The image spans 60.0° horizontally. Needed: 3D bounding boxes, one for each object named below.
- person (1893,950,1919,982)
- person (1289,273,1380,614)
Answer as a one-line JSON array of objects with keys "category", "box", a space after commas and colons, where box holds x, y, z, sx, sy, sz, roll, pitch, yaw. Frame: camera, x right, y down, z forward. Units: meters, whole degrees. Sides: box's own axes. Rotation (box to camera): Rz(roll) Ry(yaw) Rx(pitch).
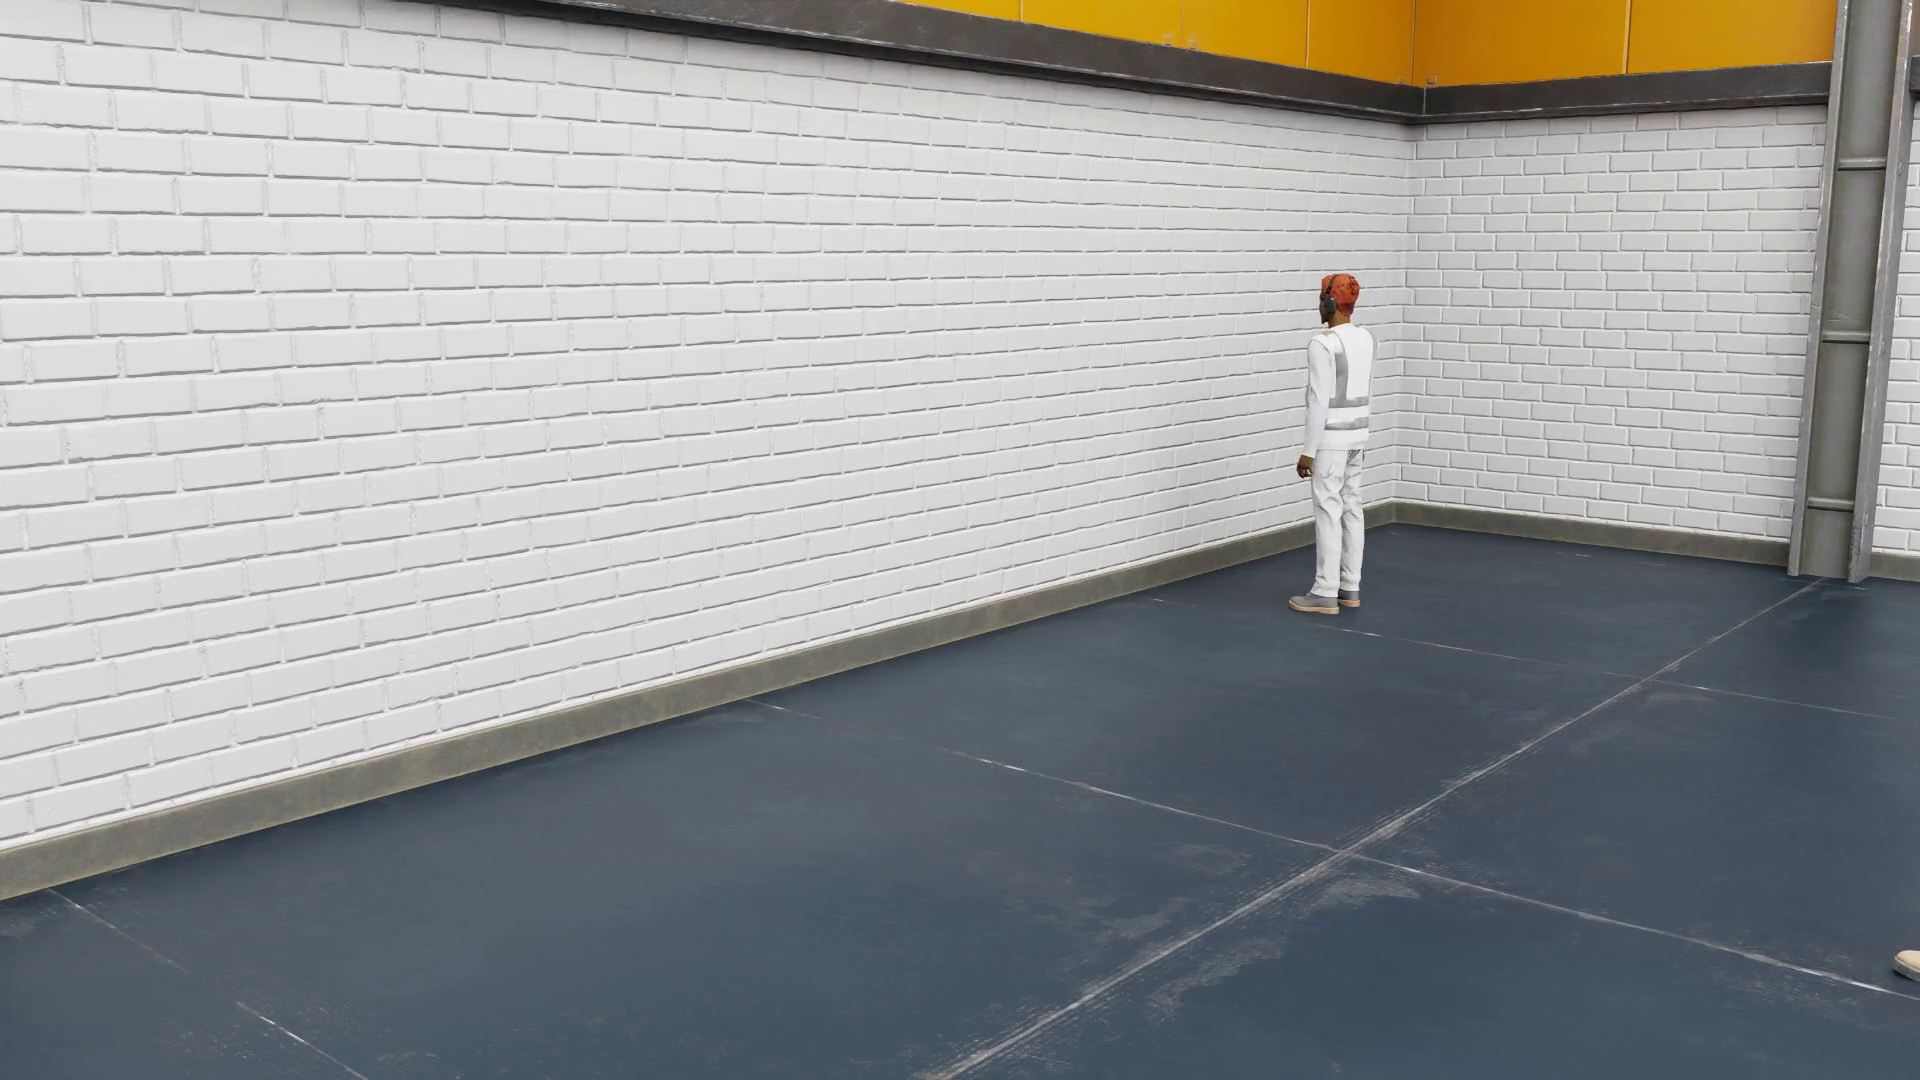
[{"category": "person", "box": [2.735, 0.356, 4.308, 0.329, 1.844, 0.509, 2, 10, 13]}, {"category": "person", "box": [2.084, -0.532, 9.258, 0.353, 1.883, 0.578, 10, 14, 44]}]
